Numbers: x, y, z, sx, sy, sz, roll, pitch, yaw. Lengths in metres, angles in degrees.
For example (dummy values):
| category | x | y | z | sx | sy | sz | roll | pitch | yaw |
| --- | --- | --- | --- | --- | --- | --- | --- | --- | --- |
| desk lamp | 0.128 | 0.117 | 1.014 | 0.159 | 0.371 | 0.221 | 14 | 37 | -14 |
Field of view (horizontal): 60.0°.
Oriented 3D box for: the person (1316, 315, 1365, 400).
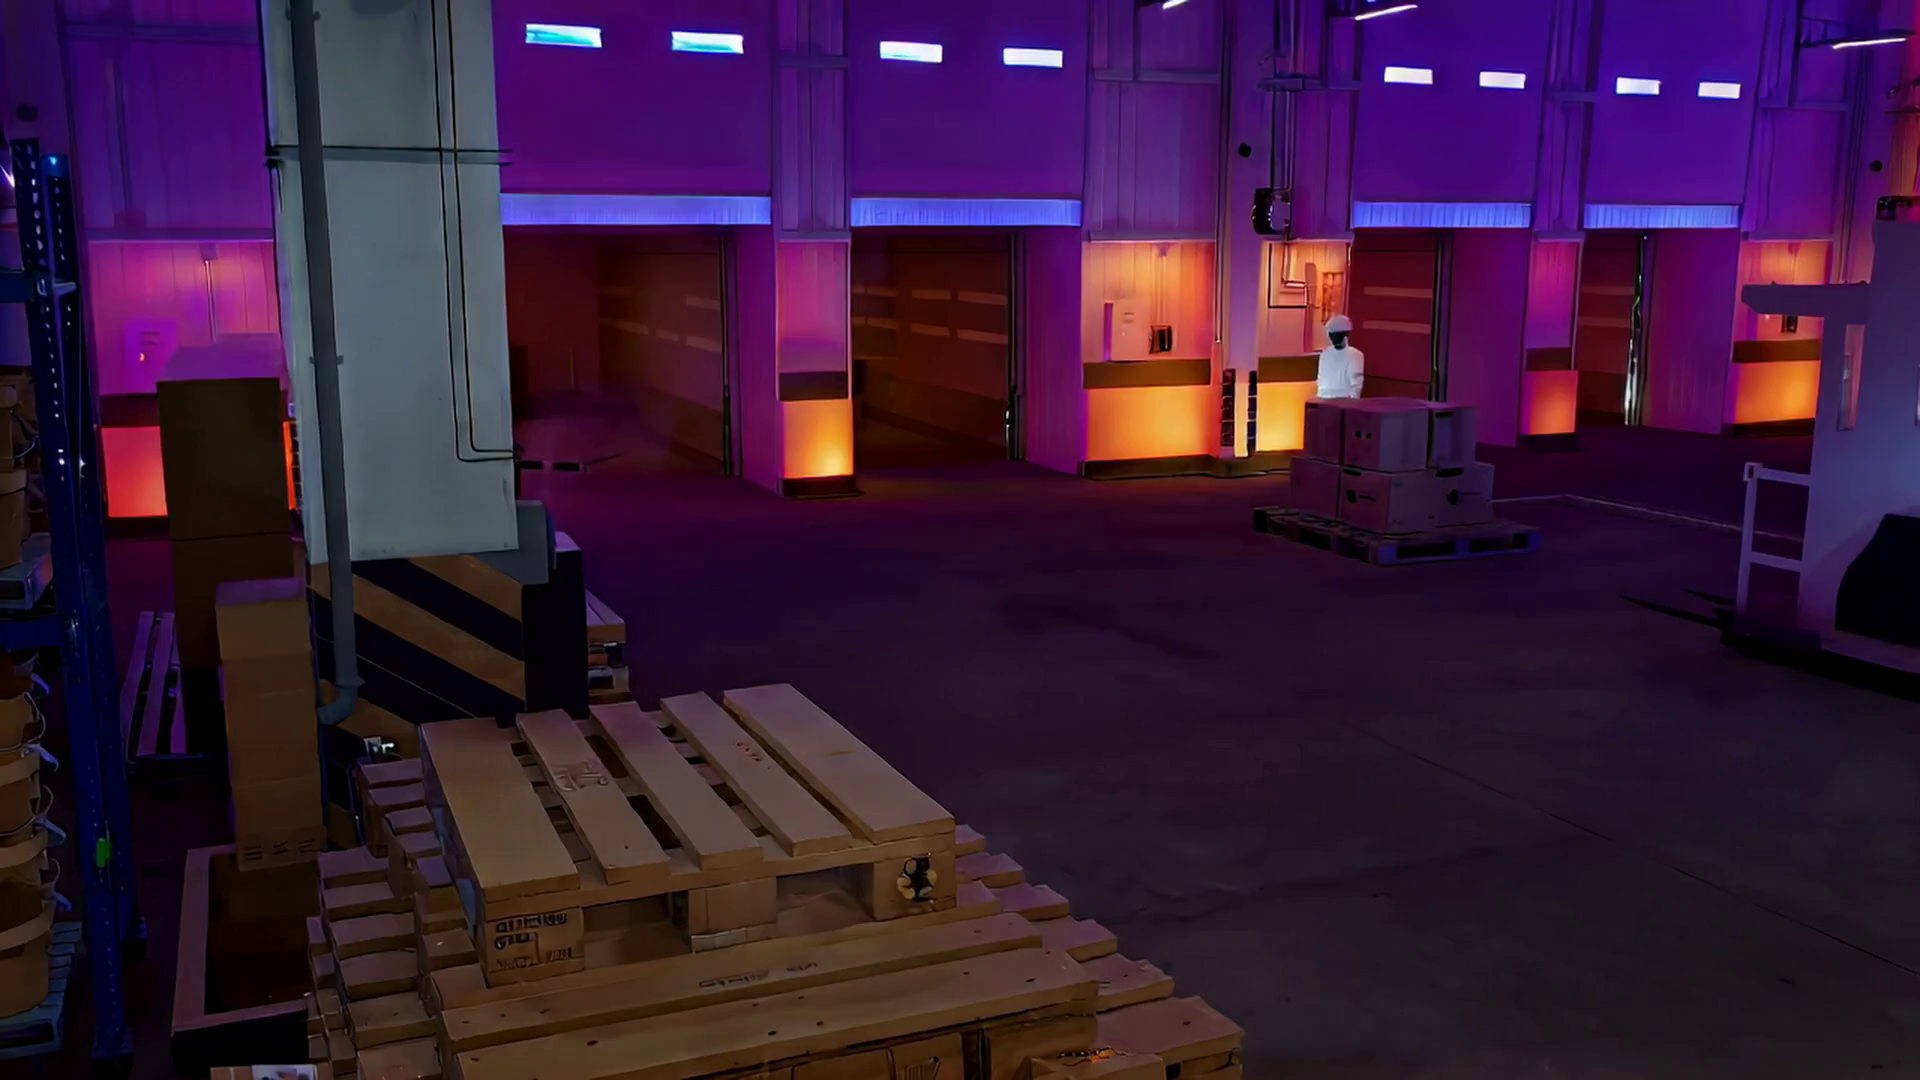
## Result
| category | x | y | z | sx | sy | sz | roll | pitch | yaw |
| --- | --- | --- | --- | --- | --- | --- | --- | --- | --- |
| person | 3.949 | -1.386 | 17.422 | 0.354 | 1.939 | 0.545 | -10 | 14 | -44 |

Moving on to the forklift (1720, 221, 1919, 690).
| category | x | y | z | sx | sy | sz | roll | pitch | yaw |
| --- | --- | --- | --- | --- | --- | --- | --- | --- | --- |
| forklift | 5.949 | -0.550 | 10.218 | 1.129 | 2.768 | 1.873 | -4 | 11 | -23 |
